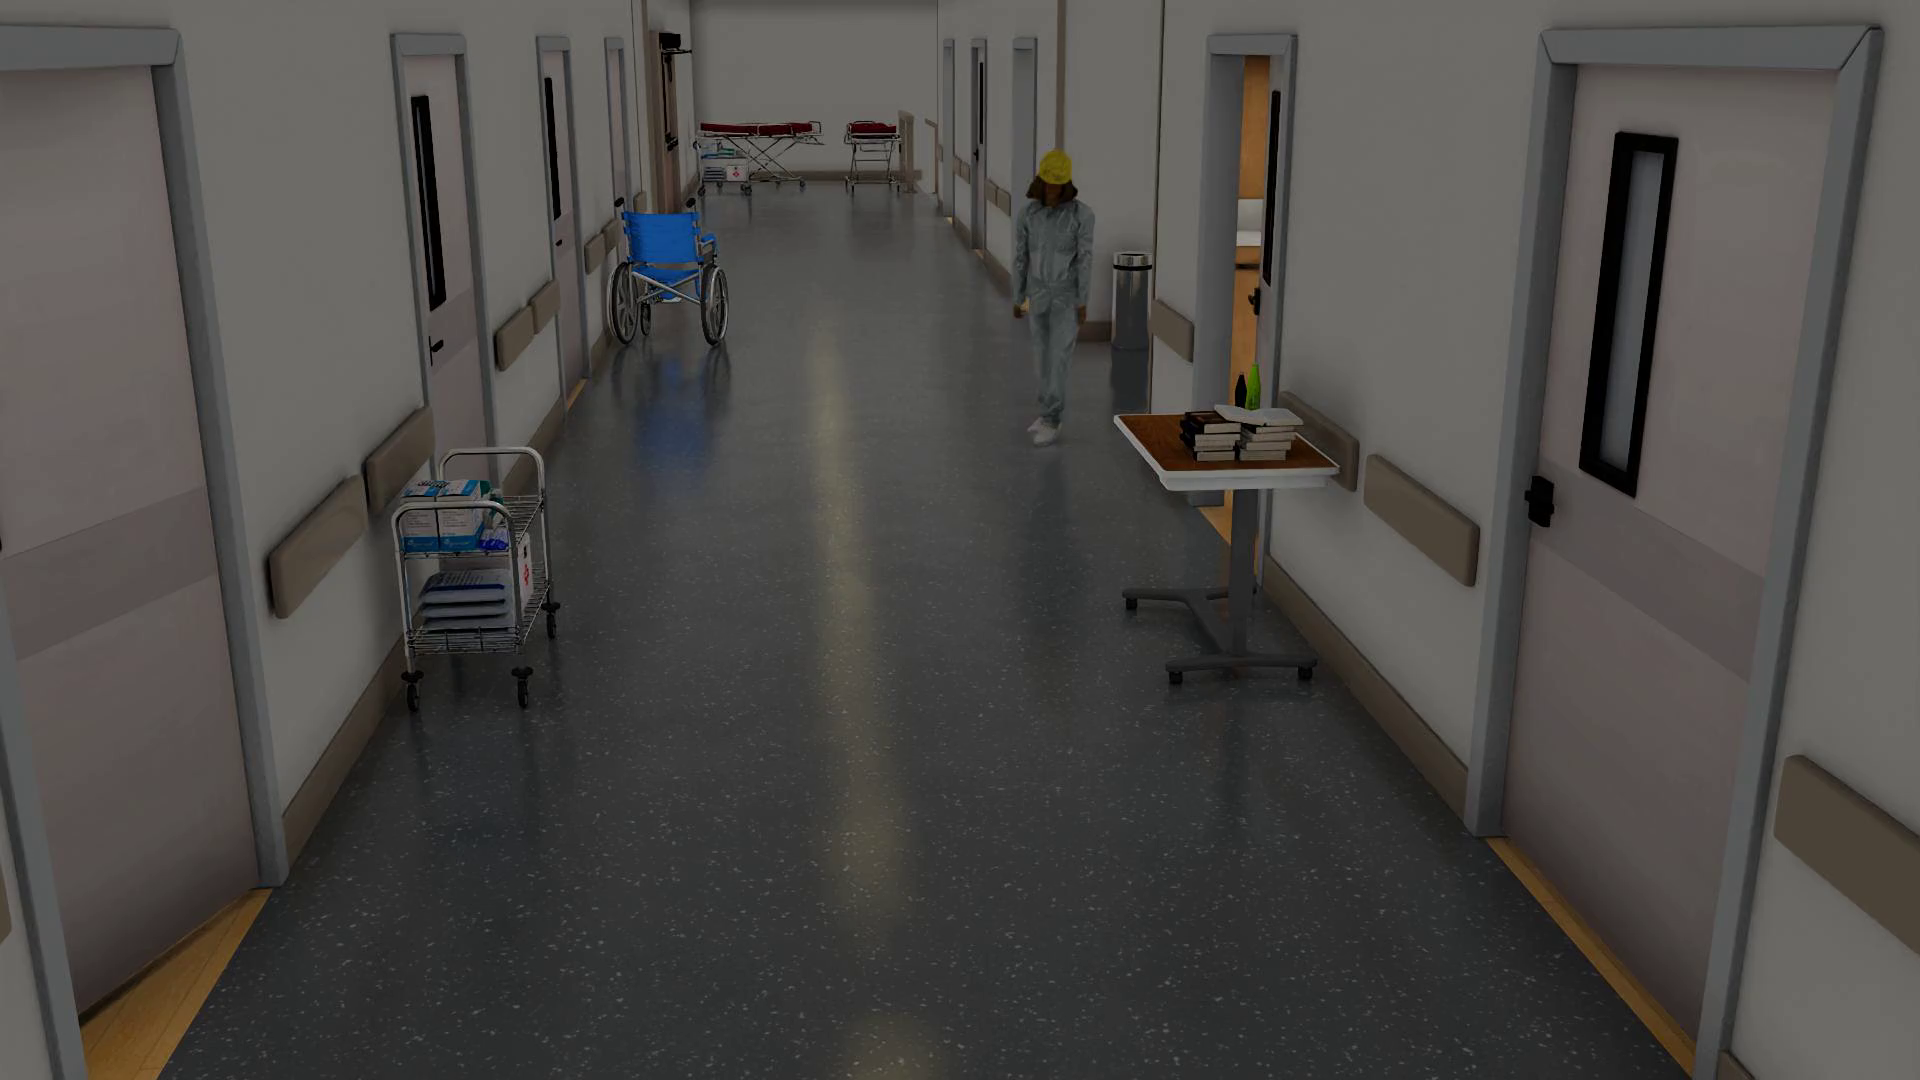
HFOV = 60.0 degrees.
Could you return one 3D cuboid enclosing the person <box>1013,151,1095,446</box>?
[{"bbox_3d":[0.531,-1.408,9.729,0.527,1.698,0.694,8,19,26],"label":"person"}]
